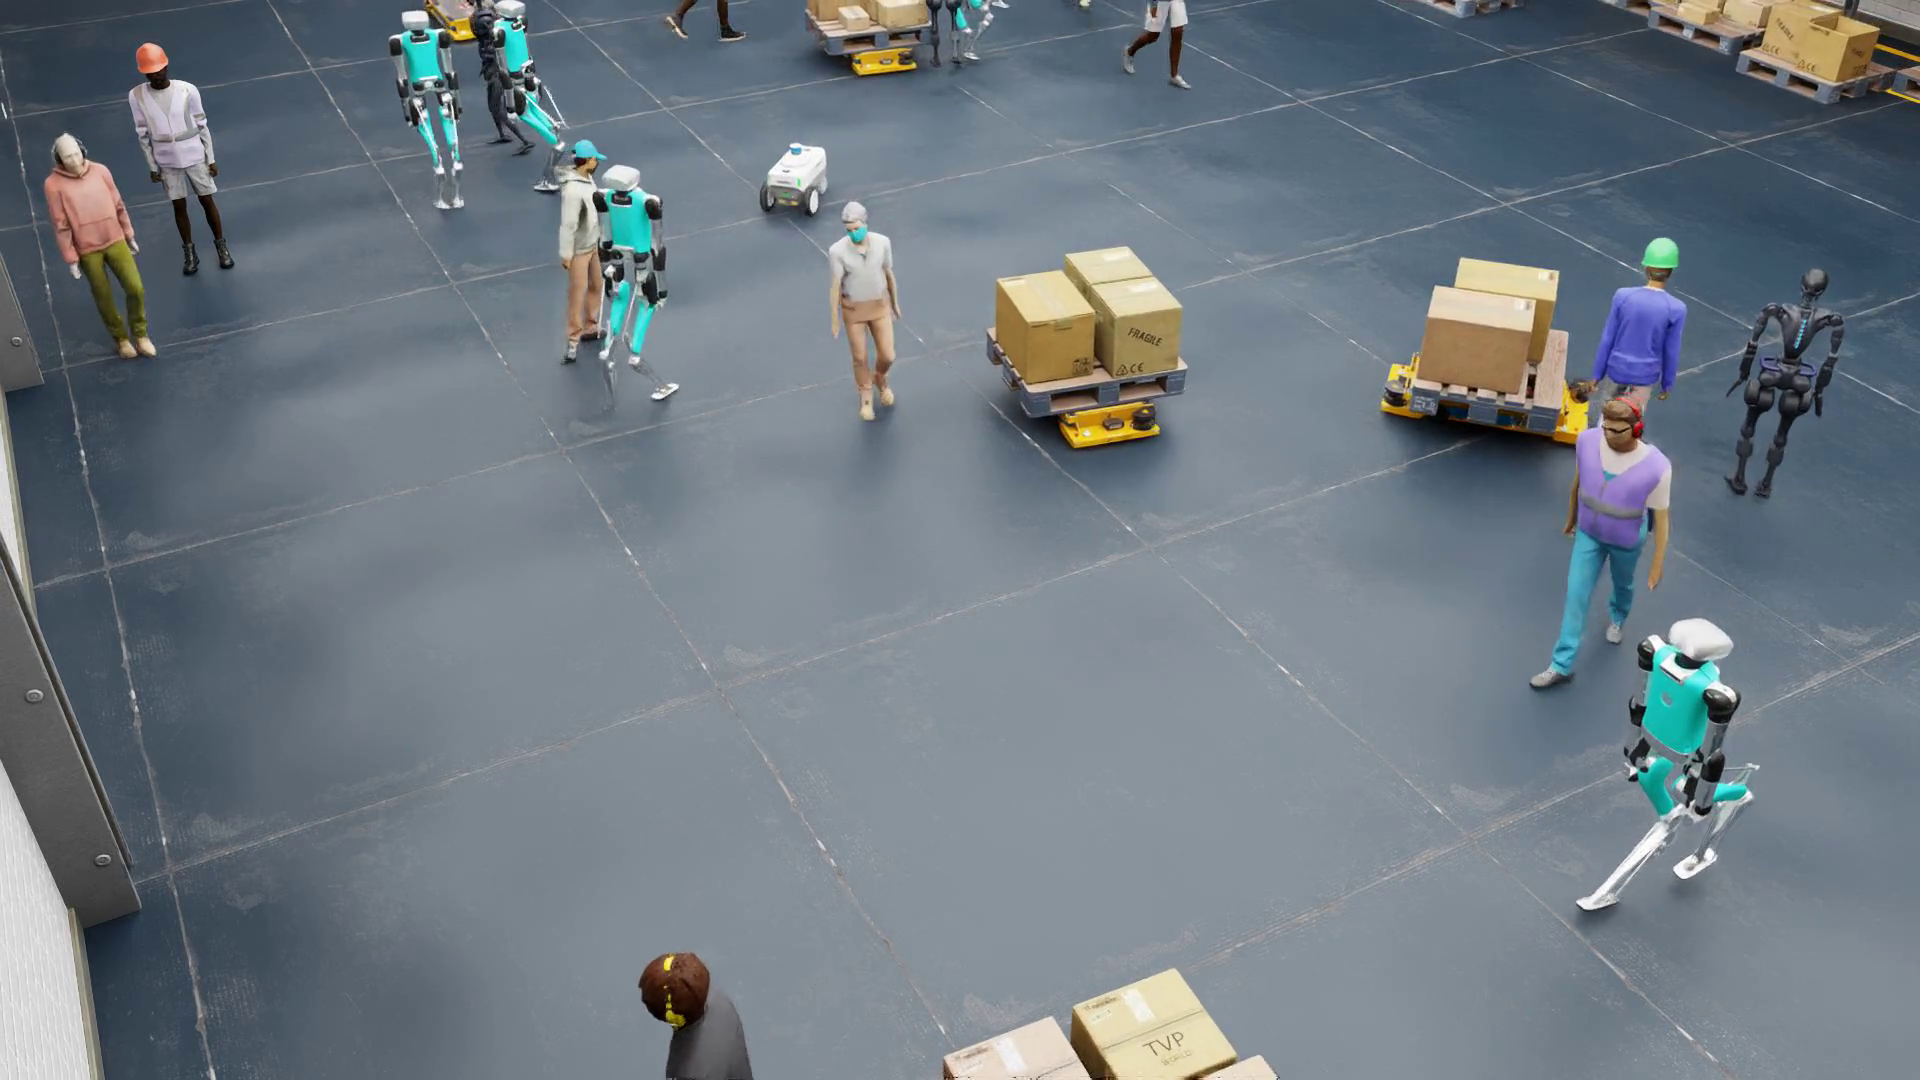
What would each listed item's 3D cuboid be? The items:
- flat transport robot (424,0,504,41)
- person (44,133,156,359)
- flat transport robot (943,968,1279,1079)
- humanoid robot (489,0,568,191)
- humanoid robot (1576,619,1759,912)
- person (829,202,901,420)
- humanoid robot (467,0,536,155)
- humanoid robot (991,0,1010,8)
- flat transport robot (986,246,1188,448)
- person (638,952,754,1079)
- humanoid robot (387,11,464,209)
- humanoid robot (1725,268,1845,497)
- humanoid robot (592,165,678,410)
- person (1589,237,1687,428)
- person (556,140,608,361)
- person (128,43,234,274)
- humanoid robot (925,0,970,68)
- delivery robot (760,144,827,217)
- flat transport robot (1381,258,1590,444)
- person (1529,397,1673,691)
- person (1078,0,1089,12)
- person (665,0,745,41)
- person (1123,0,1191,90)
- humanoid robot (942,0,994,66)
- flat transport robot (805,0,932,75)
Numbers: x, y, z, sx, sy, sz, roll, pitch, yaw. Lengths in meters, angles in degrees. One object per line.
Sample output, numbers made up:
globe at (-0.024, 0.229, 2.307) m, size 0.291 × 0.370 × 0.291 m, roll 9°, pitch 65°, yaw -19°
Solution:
flat transport robot at (-5.805, -6.189, 19.552) m, size 0.659 × 0.231 × 1.431 m, roll -17°, pitch 39°, yaw -23°
person at (-6.440, -2.175, 12.473) m, size 0.567 × 1.815 × 0.560 m, roll -27°, pitch 43°, yaw -33°
flat transport robot at (0.669, 2.670, 6.904) m, size 0.659 × 0.231 × 1.431 m, roll -15°, pitch 38°, yaw -20°
humanoid robot at (-3.806, -3.982, 15.116) m, size 0.690 × 1.795 × 0.536 m, roll 9°, pitch 36°, yaw 12°
humanoid robot at (3.524, 1.061, 7.954) m, size 1.034 × 1.756 × 0.546 m, roll -15°, pitch 38°, yaw -21°
person at (-0.675, -1.629, 11.786) m, size 0.517 × 1.712 × 0.437 m, roll -8°, pitch 36°, yaw -11°
humanoid robot at (-4.437, -4.556, 15.998) m, size 0.419 × 1.635 × 0.611 m, roll -18°, pitch 39°, yaw -23°
humanoid robot at (0.431, -7.205, 19.744) m, size 0.810 × 1.800 × 0.552 m, roll 9°, pitch 36°, yaw 12°
flat transport robot at (0.908, -1.147, 12.353) m, size 0.659 × 0.231 × 1.431 m, roll -10°, pitch 36°, yaw -14°
person at (-0.927, 2.207, 6.184) m, size 0.420 × 1.854 × 0.522 m, roll -1°, pitch 35°, yaw -1°
humanoid robot at (-4.650, -3.745, 14.776) m, size 0.532 × 1.782 × 0.667 m, roll -16°, pitch 38°, yaw -21°
humanoid robot at (5.408, -1.032, 10.961) m, size 0.589 × 1.656 × 0.328 m, roll 12°, pitch 37°, yaw 16°
humanoid robot at (-2.432, -1.685, 11.919) m, size 0.541 × 1.858 × 0.803 m, roll 11°, pitch 37°, yaw 16°
person at (4.450, -1.118, 10.938) m, size 0.504 × 1.844 × 0.647 m, roll 19°, pitch 39°, yaw 25°
person at (-2.883, -2.190, 12.645) m, size 0.391 × 1.627 × 0.646 m, roll 7°, pitch 36°, yaw 10°
person at (-6.451, -3.151, 13.762) m, size 0.549 × 1.937 × 0.355 m, roll -13°, pitch 37°, yaw -17°
humanoid robot at (-0.185, -5.936, 17.964) m, size 0.593 × 1.654 × 0.363 m, roll 2°, pitch 35°, yaw 2°
delivery robot at (-1.488, -3.335, 15.201) m, size 0.499 × 0.563 × 0.738 m, roll 9°, pitch 36°, yaw 13°
flat transport robot at (3.864, -1.049, 12.213) m, size 1.431 × 0.231 × 0.659 m, roll 11°, pitch 37°, yaw 15°
person at (3.723, -0.033, 9.447) m, size 0.982 × 1.782 × 0.674 m, roll -30°, pitch 45°, yaw -35°
person at (1.391, -7.281, 19.771) m, size 0.570 × 1.811 × 0.841 m, roll -7°, pitch 36°, yaw -10°
person at (-2.913, -6.514, 18.576) m, size 0.819 × 1.929 × 0.598 m, roll -15°, pitch 38°, yaw -21°
person at (2.124, -5.751, 17.496) m, size 0.562 × 1.911 × 0.800 m, roll -23°, pitch 41°, yaw -30°
humanoid robot at (0.068, -5.963, 18.055) m, size 0.822 × 1.874 × 0.535 m, roll 16°, pitch 38°, yaw 21°
flat transport robot at (-1.020, -5.539, 18.624) m, size 0.659 × 0.231 × 1.431 m, roll -11°, pitch 37°, yaw -16°
